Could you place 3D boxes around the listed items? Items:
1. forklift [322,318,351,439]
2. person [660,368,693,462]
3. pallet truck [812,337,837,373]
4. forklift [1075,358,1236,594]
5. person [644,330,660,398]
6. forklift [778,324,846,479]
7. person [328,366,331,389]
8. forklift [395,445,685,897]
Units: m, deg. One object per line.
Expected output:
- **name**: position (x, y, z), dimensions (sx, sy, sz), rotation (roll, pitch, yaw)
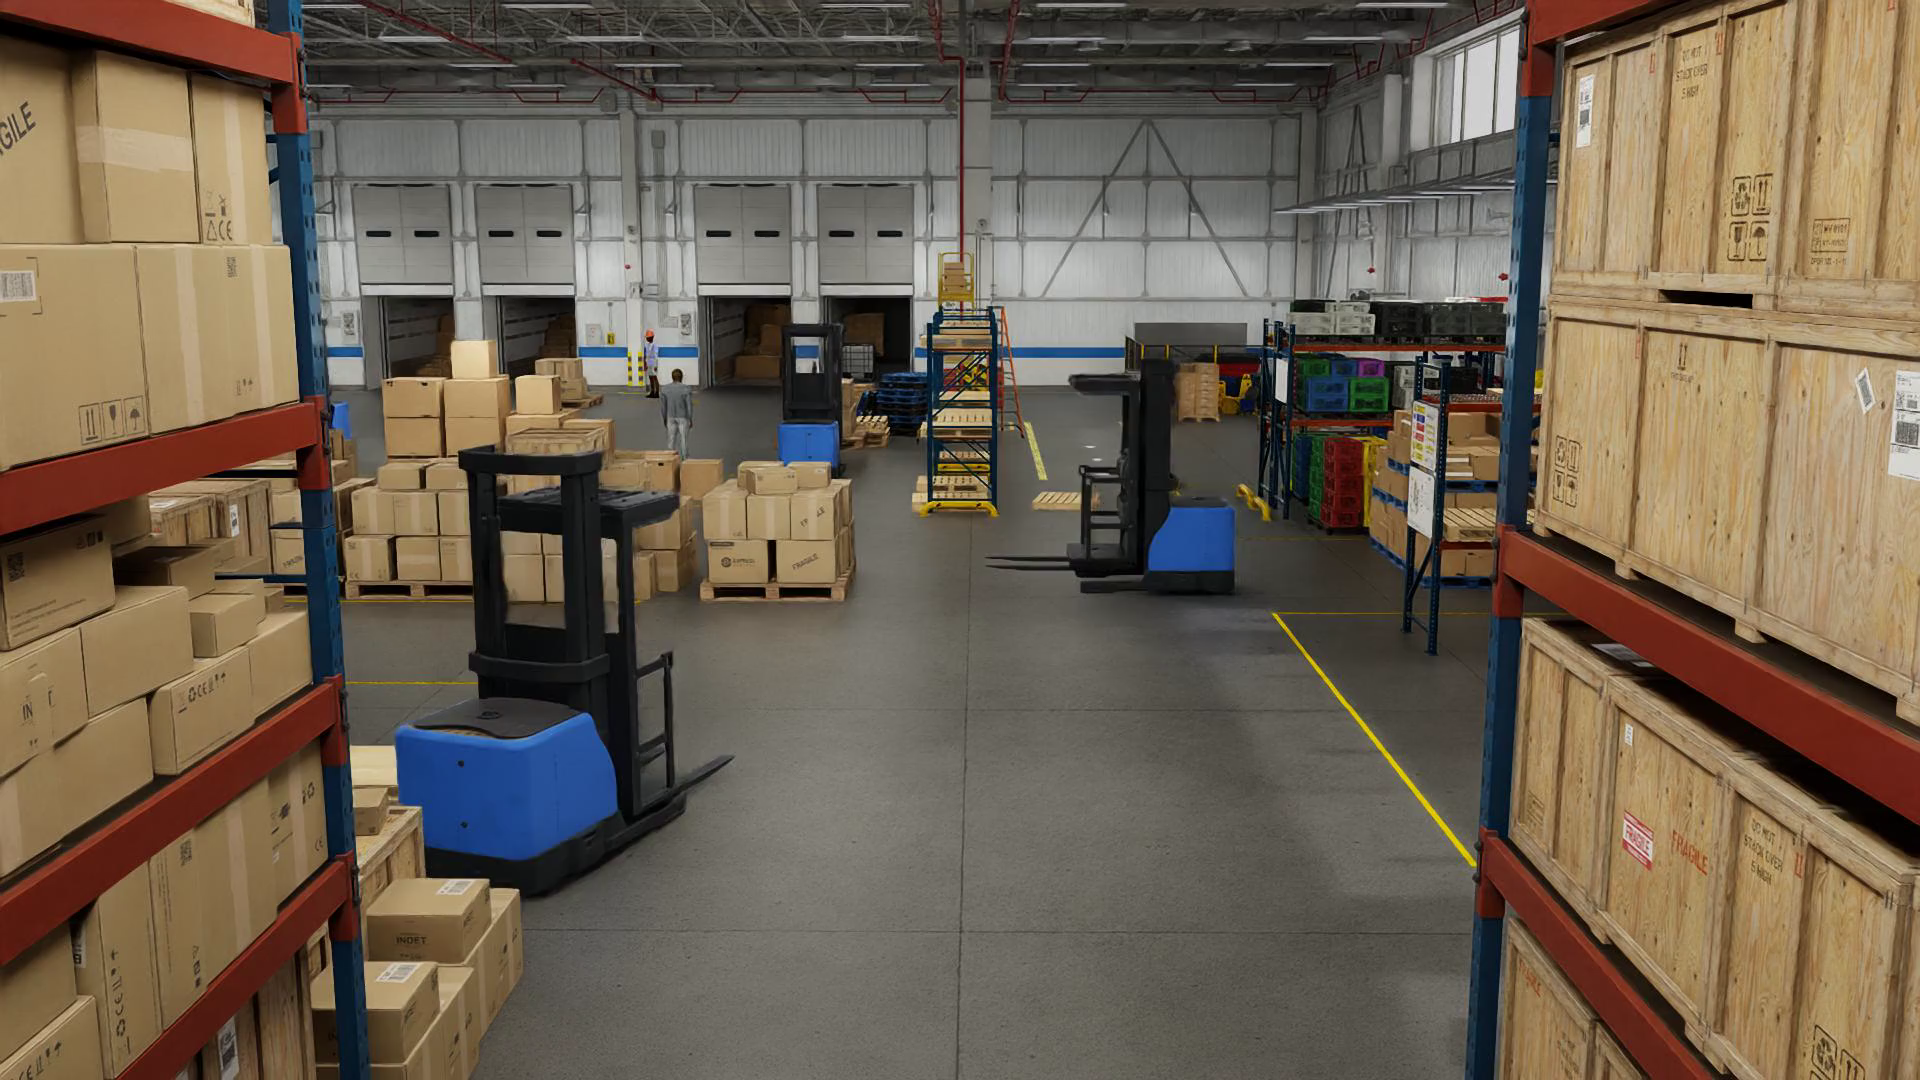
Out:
- **forklift**: position (-13.005, -3.008, 33.057), dimensions (1.129, 2.768, 1.873), rotation (0, 10, 1)
- **person**: position (-5.386, -2.300, 31.695), dimensions (0.629, 1.936, 0.374), rotation (2, 10, 13)
- **pallet truck**: position (-3.021, -4.312, 43.126), dimensions (1.885, 1.965, 0.823), rotation (3, 10, 17)
- **forklift**: position (2.393, -0.804, 20.338), dimensions (1.873, 2.768, 1.129), rotation (0, 10, 1)
- **person**: position (-8.768, -4.988, 47.230), dimensions (0.388, 1.930, 0.544), rotation (-8, 13, -38)
- **forklift**: position (-2.724, -2.533, 30.315), dimensions (1.129, 2.768, 1.873), rotation (0, 10, 1)
- **person**: position (-14.543, -3.353, 37.793), dimensions (0.372, 1.928, 0.543), rotation (4, 11, 21)
- **forklift**: position (-2.872, 0.762, 11.305), dimensions (1.129, 2.768, 1.873), rotation (4, 11, 21)
